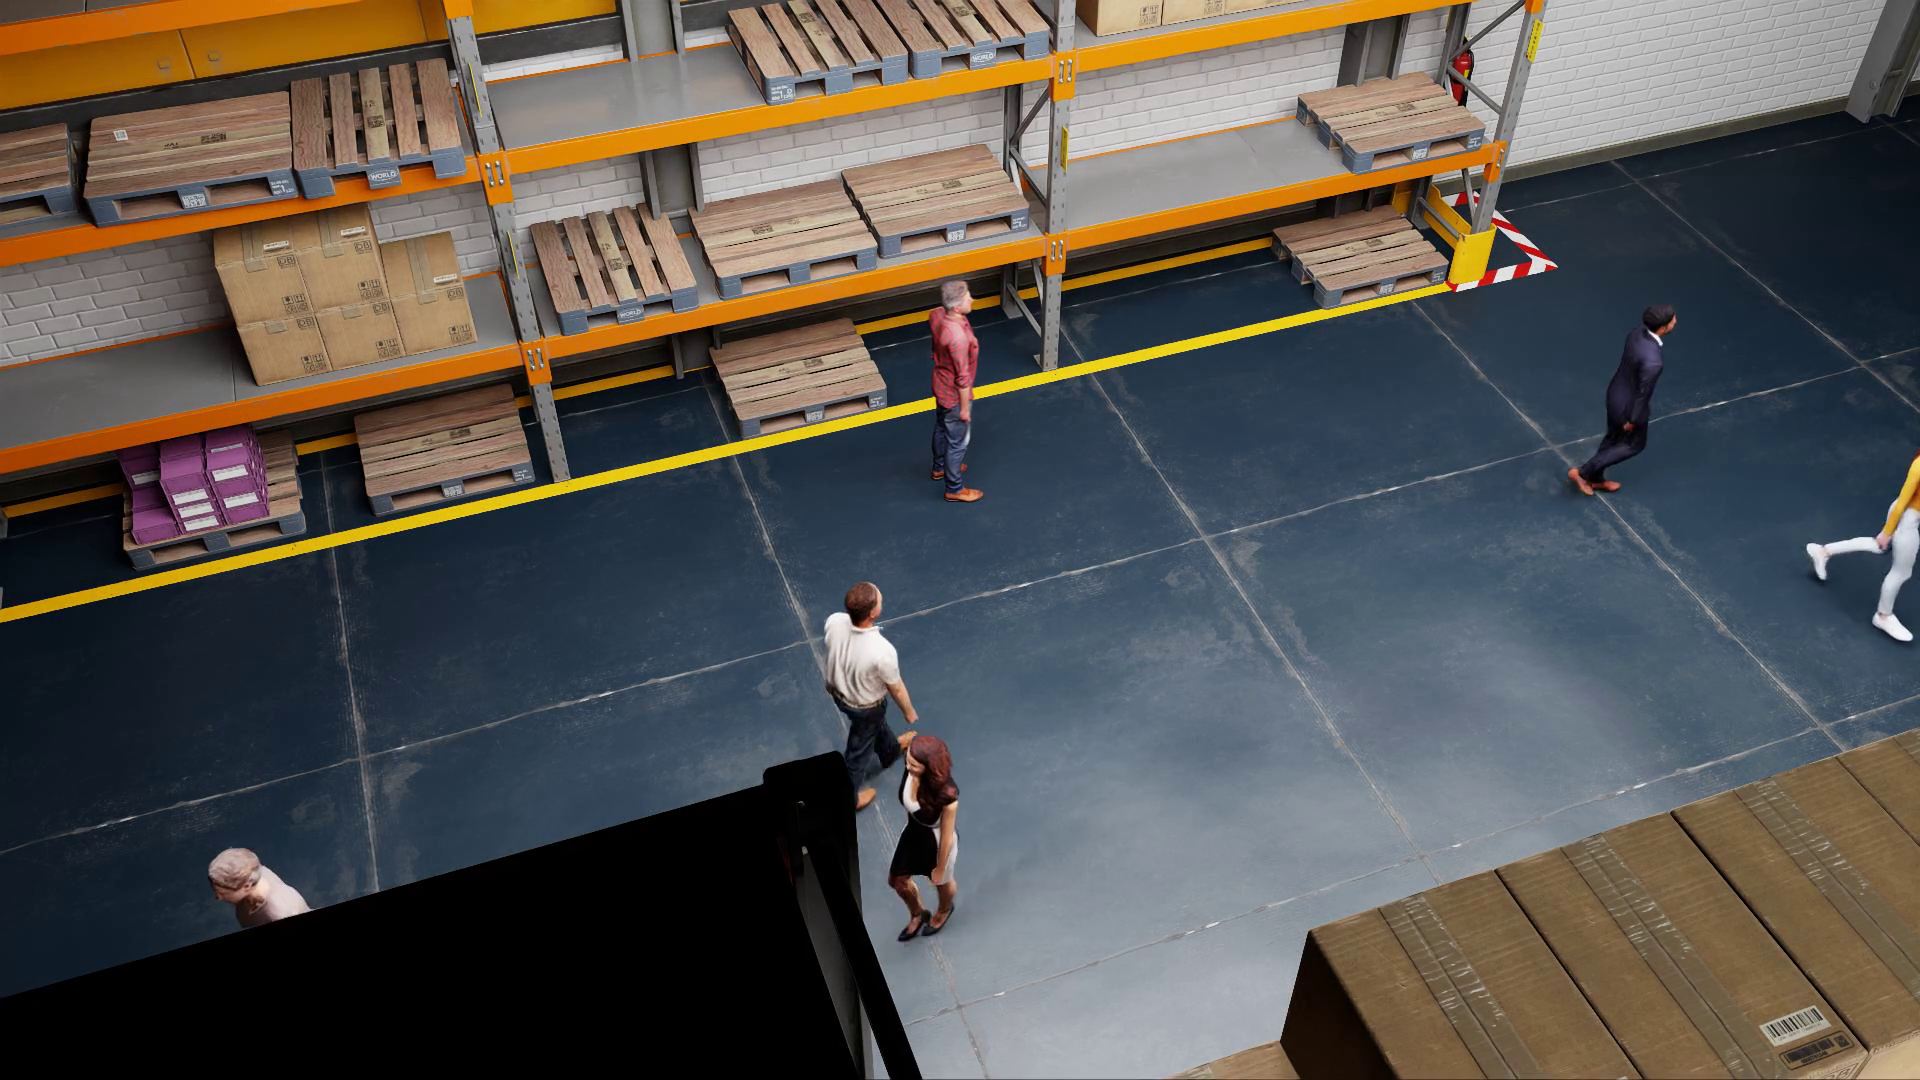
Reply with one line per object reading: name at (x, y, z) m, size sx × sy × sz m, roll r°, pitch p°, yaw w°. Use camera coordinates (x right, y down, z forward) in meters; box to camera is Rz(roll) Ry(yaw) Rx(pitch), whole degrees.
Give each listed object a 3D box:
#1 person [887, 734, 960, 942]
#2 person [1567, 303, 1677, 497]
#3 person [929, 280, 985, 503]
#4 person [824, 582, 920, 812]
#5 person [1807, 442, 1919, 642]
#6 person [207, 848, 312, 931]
person at (-0.096, 1.619, 9.159) m, size 0.736 × 1.786 × 0.704 m, roll -31°, pitch 52°, yaw -28°
person at (4.707, -0.987, 11.946) m, size 0.805 × 1.716 × 0.755 m, roll -1°, pitch 44°, yaw -1°
person at (-0.052, -1.090, 11.971) m, size 0.538 × 1.830 × 0.679 m, roll -13°, pitch 45°, yaw -13°
person at (-0.659, 0.999, 9.777) m, size 1.131 × 1.832 × 0.947 m, roll -33°, pitch 53°, yaw -30°
person at (6.230, -0.173, 11.084) m, size 1.123 × 1.726 × 0.890 m, roll -29°, pitch 51°, yaw -27°
person at (-3.325, 2.089, 8.633) m, size 1.002 × 1.831 × 1.113 m, roll 24°, pitch 49°, yaw 23°
